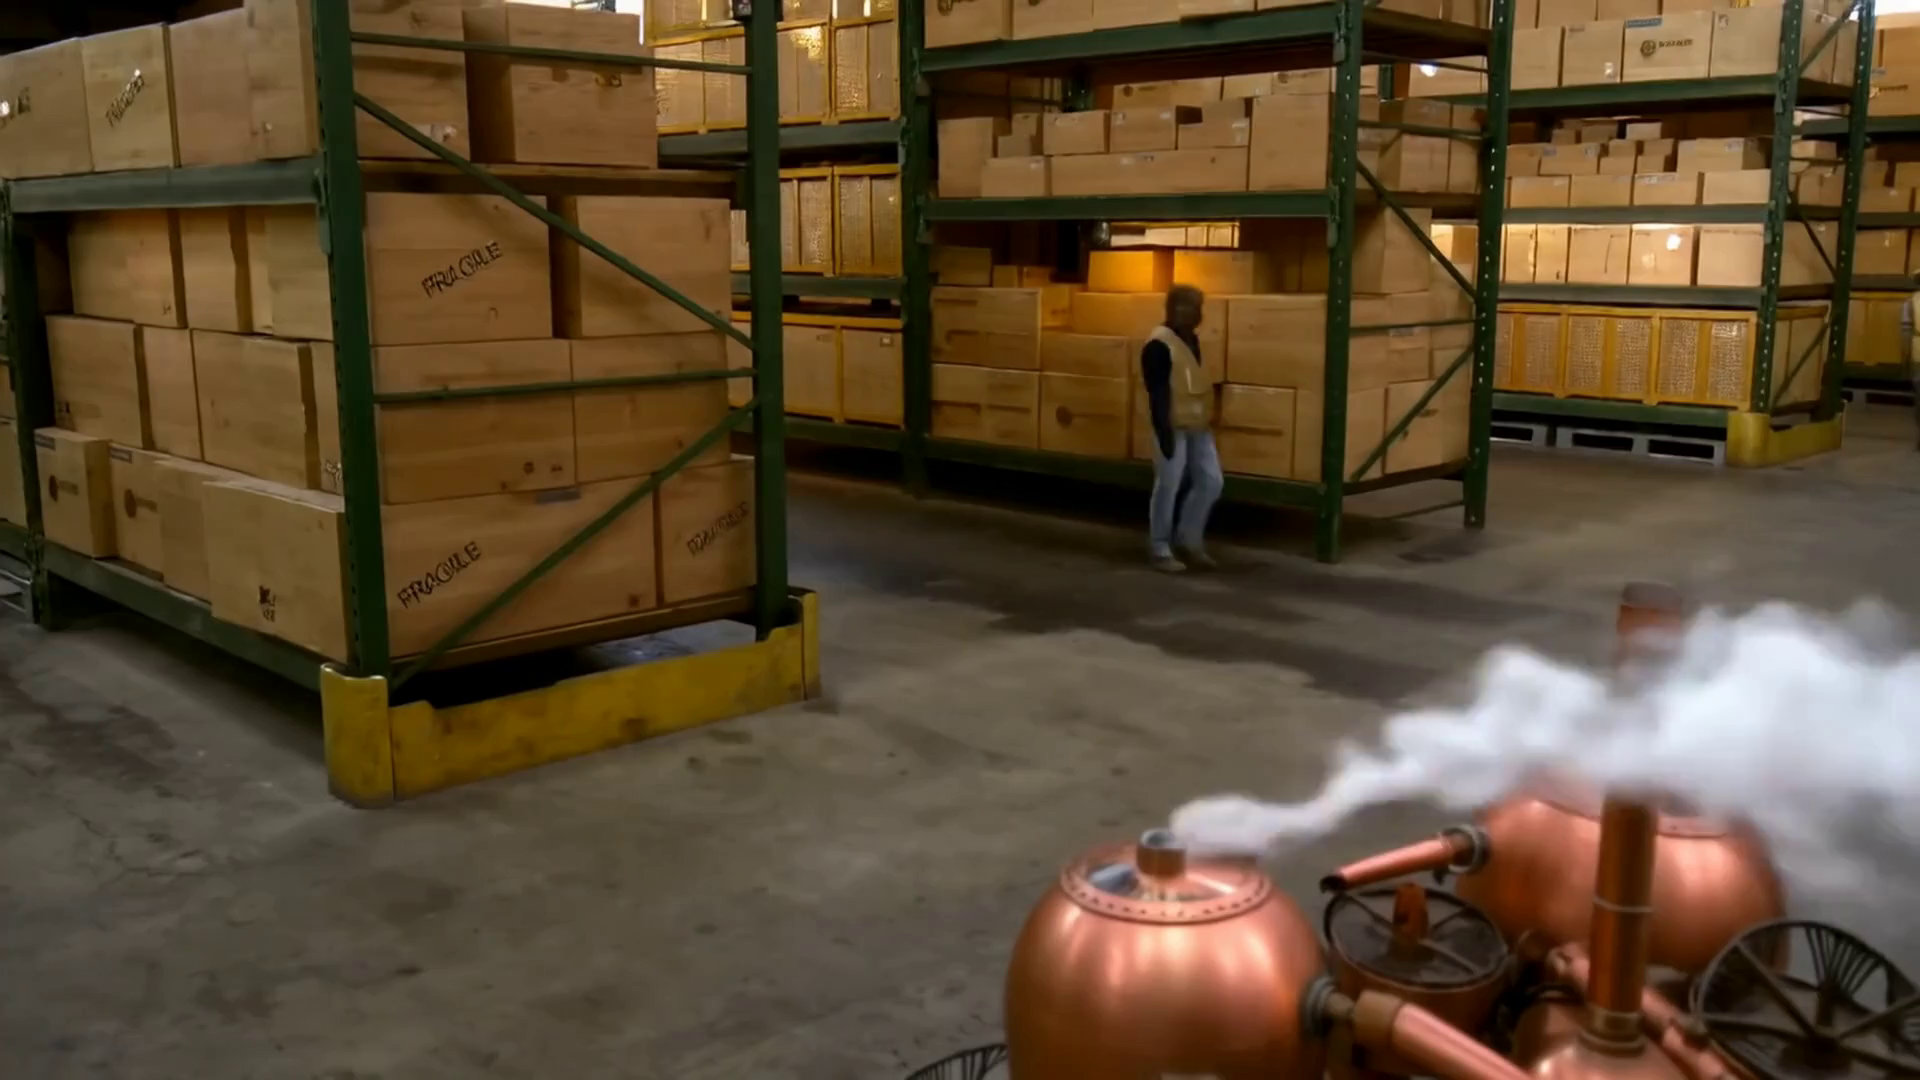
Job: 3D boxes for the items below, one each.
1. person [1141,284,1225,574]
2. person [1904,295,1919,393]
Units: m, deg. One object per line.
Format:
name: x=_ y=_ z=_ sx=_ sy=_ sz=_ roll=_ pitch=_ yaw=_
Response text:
person: x=1.424 y=-0.684 z=10.454 sx=0.552 sy=1.822 sz=0.653 roll=8 pitch=13 yaw=38
person: x=9.494 y=-1.772 z=16.220 sx=0.552 sy=1.886 sz=0.919 roll=4 pitch=11 yaw=23
